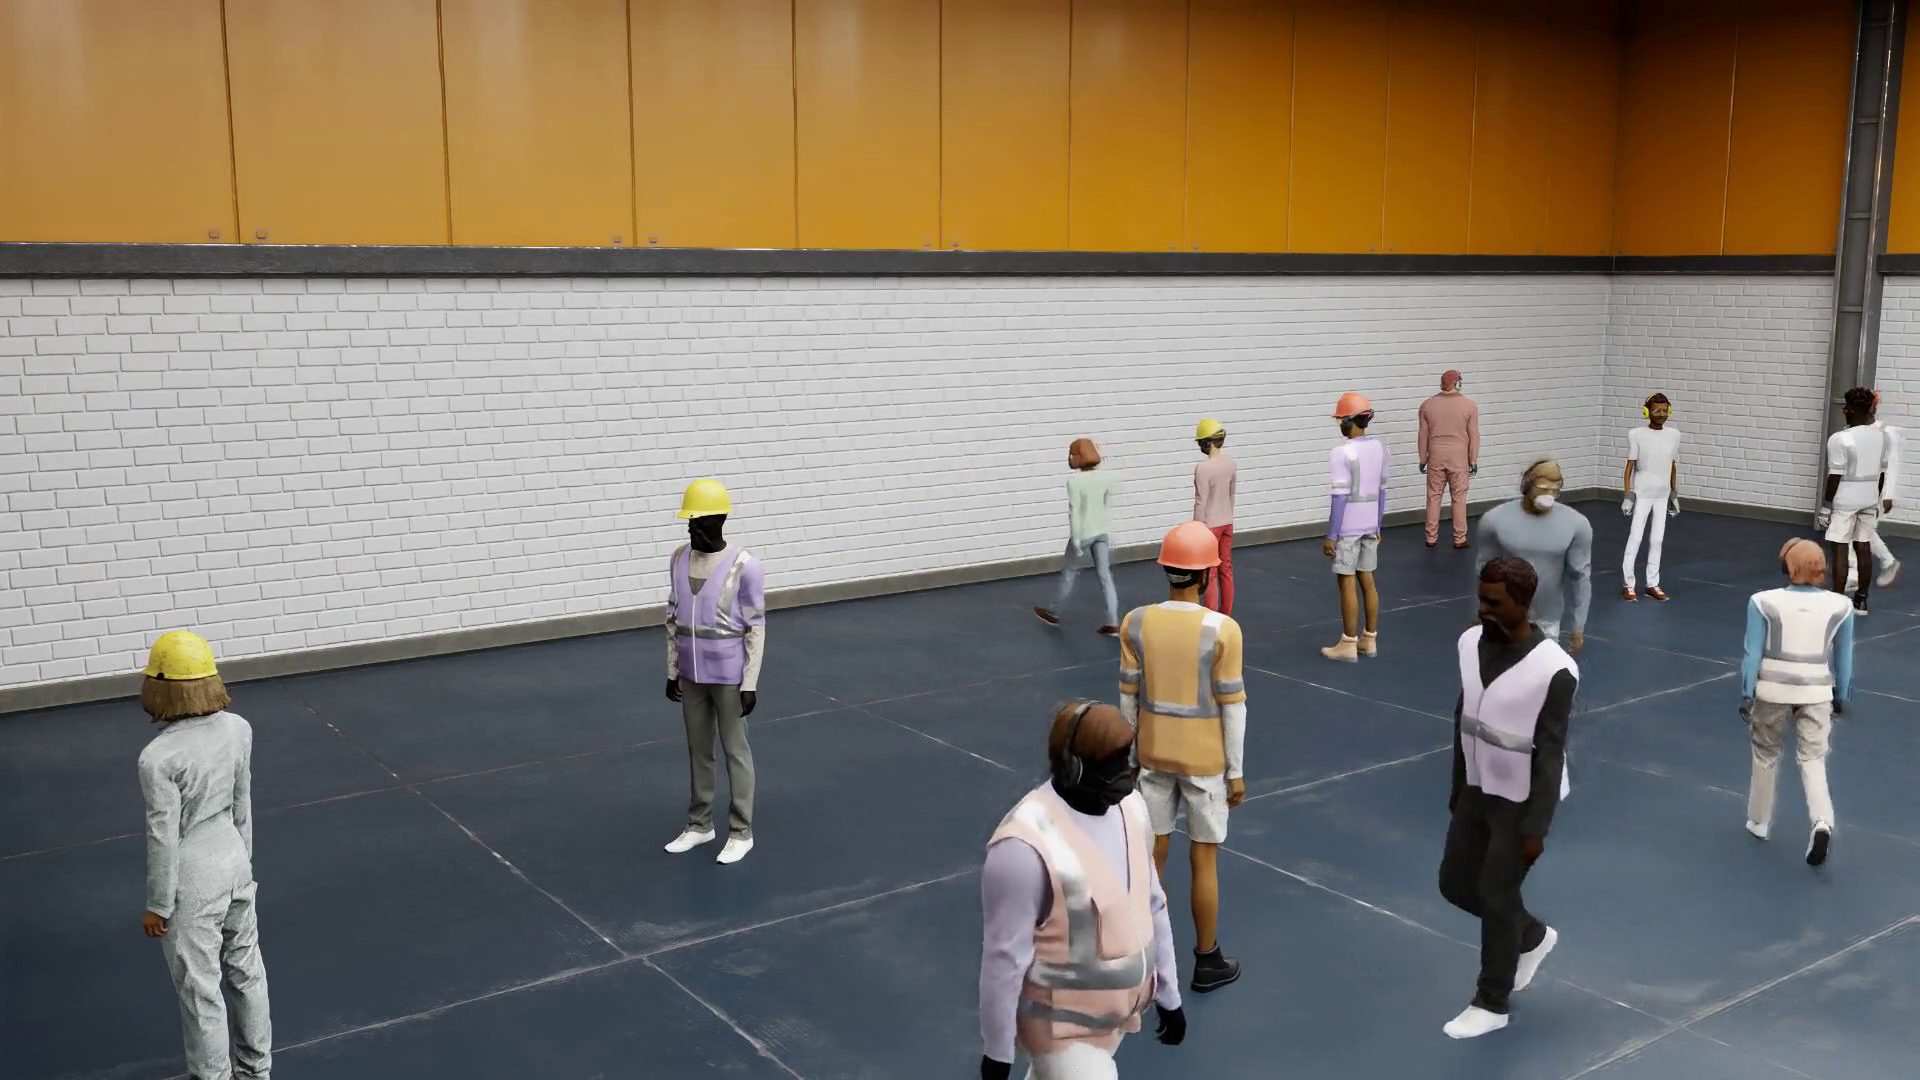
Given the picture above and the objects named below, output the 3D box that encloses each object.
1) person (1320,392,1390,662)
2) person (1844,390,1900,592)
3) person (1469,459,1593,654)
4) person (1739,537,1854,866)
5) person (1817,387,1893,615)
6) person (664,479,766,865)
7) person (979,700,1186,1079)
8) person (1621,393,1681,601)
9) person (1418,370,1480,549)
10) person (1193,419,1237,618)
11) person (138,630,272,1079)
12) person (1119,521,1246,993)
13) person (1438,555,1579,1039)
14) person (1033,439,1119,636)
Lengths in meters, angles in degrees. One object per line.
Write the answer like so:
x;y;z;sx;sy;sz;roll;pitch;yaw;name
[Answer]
2.962;-0.100;12.604;0.615;2.038;0.395;-7;12;-38;person
8.338;-0.448;15.260;0.496;1.871;0.610;-2;10;-15;person
3.303;0.451;9.677;0.655;1.875;1.039;2;10;15;person
4.214;0.803;8.365;0.525;1.616;0.718;2;9;13;person
7.604;-0.321;14.190;0.606;1.966;0.367;-3;10;-17;person
-1.239;0.650;8.323;0.587;1.928;0.363;5;11;30;person
0.385;1.320;4.607;0.947;1.789;0.652;7;12;37;person
6.185;-0.381;14.861;0.538;1.869;0.313;-1;9;-7;person
5.200;-0.855;17.692;0.637;1.902;0.406;5;10;28;person
2.035;-0.104;13.497;0.325;1.760;0.523;8;12;42;person
-2.615;1.166;5.710;0.294;1.744;0.487;2;9;13;person
0.924;0.884;6.845;0.542;1.939;0.364;6;11;31;person
2.140;0.978;6.385;0.521;1.896;0.614;-4;10;-22;person
0.999;-0.032;13.581;0.505;1.589;0.857;-8;12;-39;person
